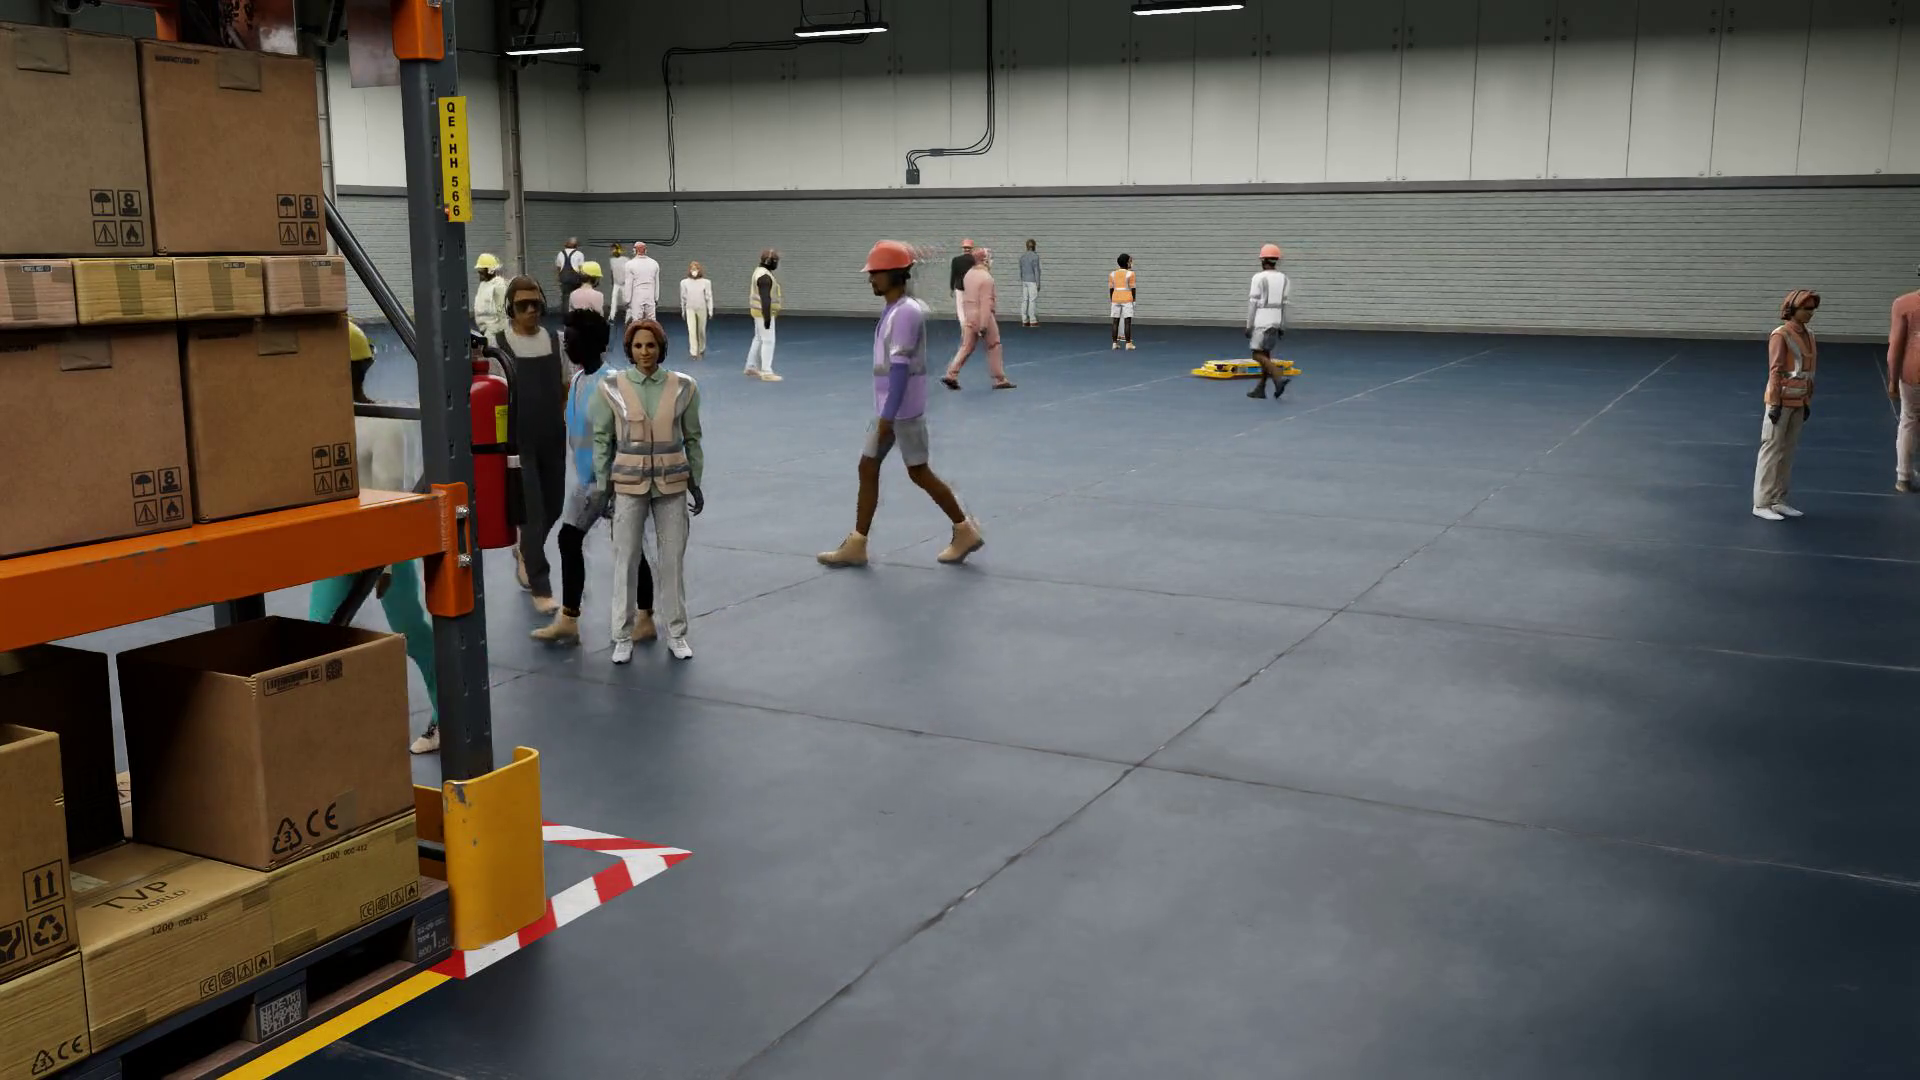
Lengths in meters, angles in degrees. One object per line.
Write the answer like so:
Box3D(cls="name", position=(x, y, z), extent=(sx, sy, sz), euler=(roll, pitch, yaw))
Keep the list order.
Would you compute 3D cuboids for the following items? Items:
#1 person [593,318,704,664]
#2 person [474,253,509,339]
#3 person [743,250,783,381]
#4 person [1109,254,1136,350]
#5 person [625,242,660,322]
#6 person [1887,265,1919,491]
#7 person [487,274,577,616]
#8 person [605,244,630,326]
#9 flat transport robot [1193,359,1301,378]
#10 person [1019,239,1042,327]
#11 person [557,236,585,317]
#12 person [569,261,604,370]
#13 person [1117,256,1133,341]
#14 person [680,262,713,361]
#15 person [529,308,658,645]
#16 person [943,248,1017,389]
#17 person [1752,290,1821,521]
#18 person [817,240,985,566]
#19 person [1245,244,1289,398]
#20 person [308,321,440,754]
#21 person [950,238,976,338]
Box3D(cls="person", position=(-1.471, -0.232, 7.902), extent=(0.518, 1.639, 0.312), euler=(-3, 11, -16))
Box3D(cls="person", position=(-5.802, -2.694, 20.888), extent=(0.826, 1.809, 0.607), euler=(-7, 12, -33))
Box3D(cls="person", position=(-2.777, -3.137, 23.276), extent=(0.537, 1.821, 0.808), euler=(-2, 11, -13))
Box3D(cls="person", position=(2.887, -4.216, 29.472), extent=(0.531, 1.698, 0.320), euler=(7, 12, 32))
Box3D(cls="person", position=(-5.449, -4.133, 28.448), extent=(0.639, 1.908, 0.409), euler=(-8, 13, -37))
Box3D(cls="person", position=(7.494, -1.293, 12.835), extent=(0.615, 1.961, 0.937), euler=(6, 12, 28))
Box3D(cls="person", position=(-2.363, -0.543, 9.111), extent=(0.513, 1.822, 0.826), euler=(-7, 13, -34))
Box3D(cls="person", position=(-7.631, -5.696, 37.191), extent=(0.550, 1.818, 0.943), euler=(4, 11, 18))
Box3D(cls="flat transport robot", position=(4.123, -2.473, 23.856), extent=(1.431, 0.197, 0.652), euler=(-5, 12, -26))
Box3D(cls="person", position=(1.563, -5.670, 36.742), extent=(0.372, 1.940, 0.632), euler=(-8, 13, -37))
Box3D(cls="person", position=(-8.688, -5.844, 37.413), extent=(0.720, 2.000, 0.776), euler=(3, 11, 16))
Box3D(cls="person", position=(-4.212, -2.232, 18.530), extent=(0.569, 1.737, 0.608), euler=(8, 13, 38))
Box3D(cls="person", position=(3.187, -4.658, 32.053), extent=(0.264, 1.632, 0.508), euler=(-1, 10, -7))
Box3D(cls="person", position=(-4.278, -3.726, 27.063), extent=(0.507, 1.605, 0.795), euler=(-1, 10, -7))
Box3D(cls="person", position=(-1.820, -0.281, 8.098), extent=(0.719, 1.666, 0.547), euler=(-8, 13, -37))
Box3D(cls="person", position=(0.235, -2.900, 21.854), extent=(0.977, 1.864, 0.641), euler=(-6, 12, -31))
Box3D(cls="person", position=(5.917, -0.961, 11.887), extent=(0.521, 1.636, 0.311), euler=(-8, 13, -39))
Box3D(cls="person", position=(-0.329, -0.822, 10.156), extent=(1.014, 2.006, 0.625), euler=(-3, 11, -16))
Box3D(cls="person", position=(3.809, -2.672, 20.442), extent=(0.556, 1.920, 0.735), euler=(-7, 12, -33))
Box3D(cls="person", position=(-2.254, 0.029, 6.256), extent=(0.540, 1.714, 0.904), euler=(6, 12, 31))
Box3D(cls="person", position=(0.124, -4.964, 32.820), extent=(0.604, 1.971, 0.888), euler=(-1, 10, -6))
